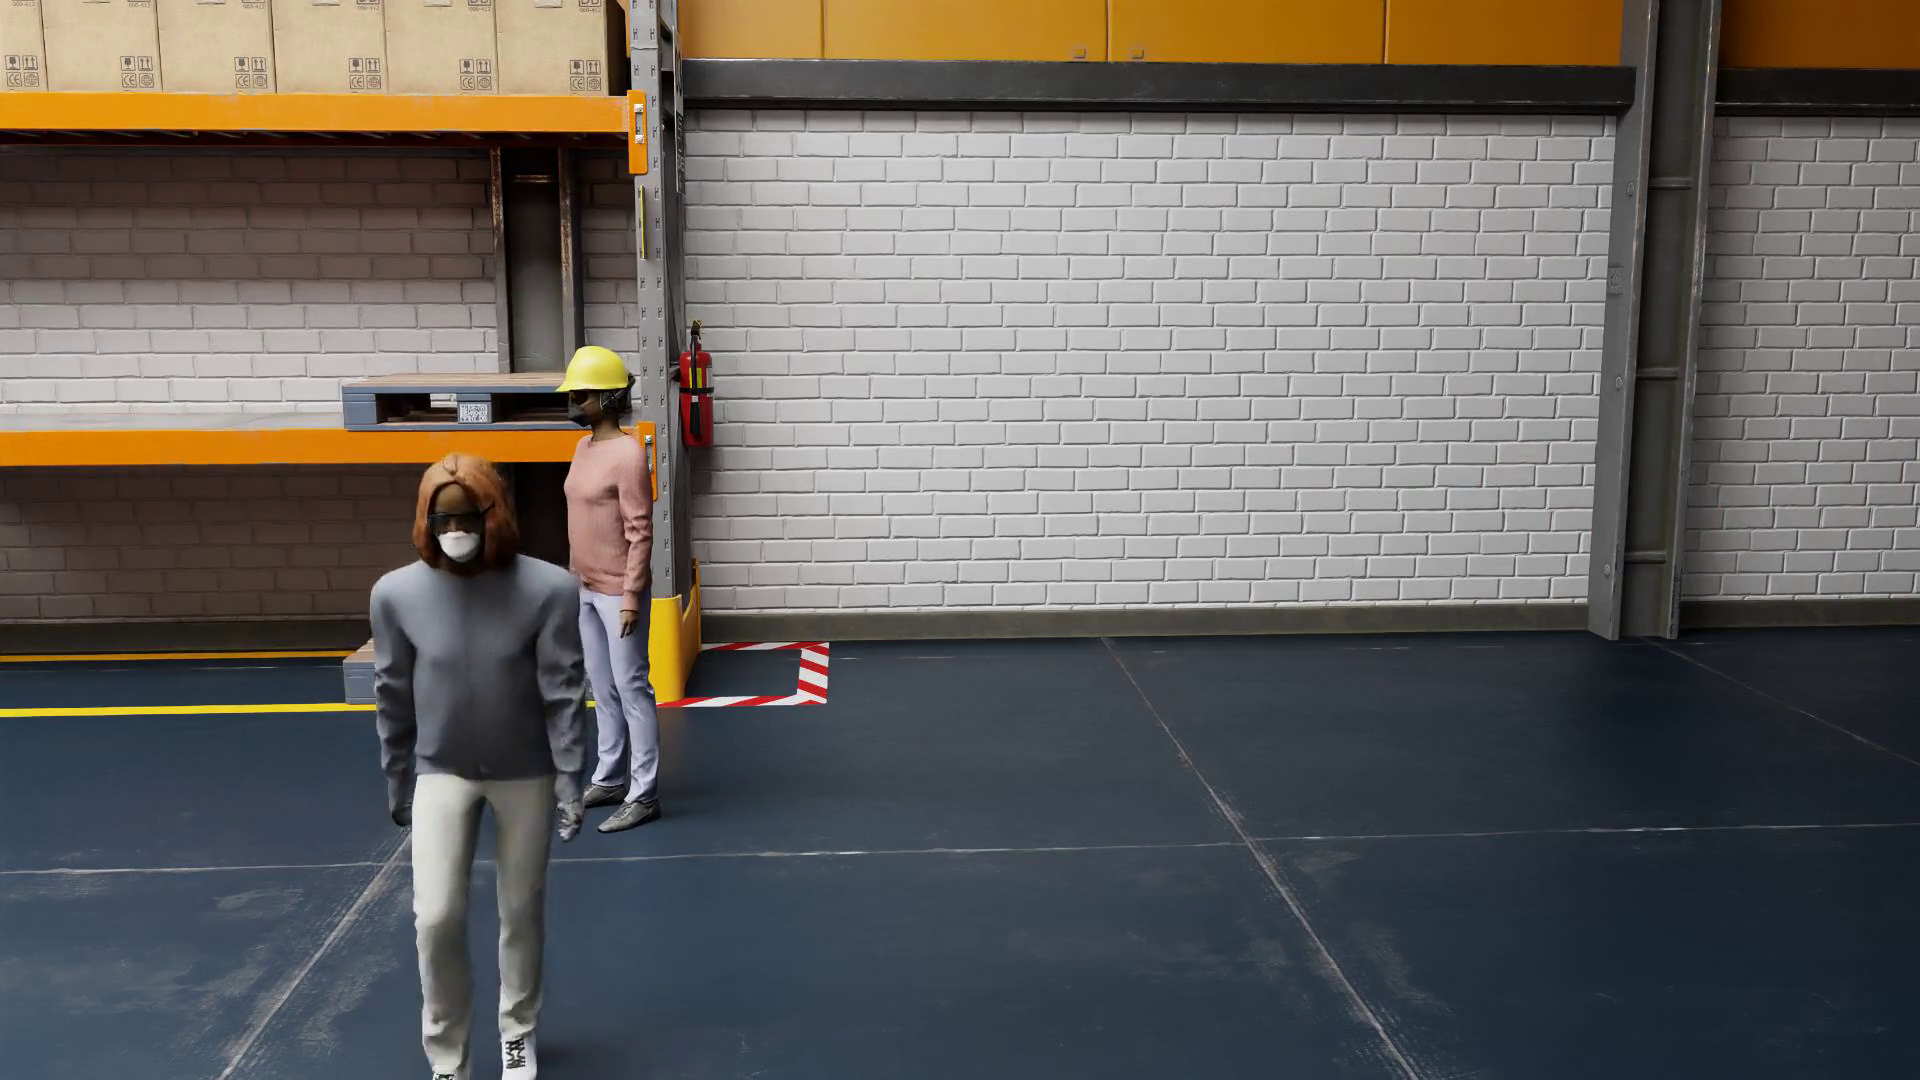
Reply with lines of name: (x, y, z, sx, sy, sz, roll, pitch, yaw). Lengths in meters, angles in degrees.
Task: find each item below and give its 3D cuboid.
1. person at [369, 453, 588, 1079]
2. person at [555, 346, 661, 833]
person: (-1.135, 0.598, 3.967, 0.503, 1.609, 0.581, -2, 9, -11)
person: (-1.298, 0.179, 6.097, 0.312, 1.768, 0.522, -7, 11, -37)
